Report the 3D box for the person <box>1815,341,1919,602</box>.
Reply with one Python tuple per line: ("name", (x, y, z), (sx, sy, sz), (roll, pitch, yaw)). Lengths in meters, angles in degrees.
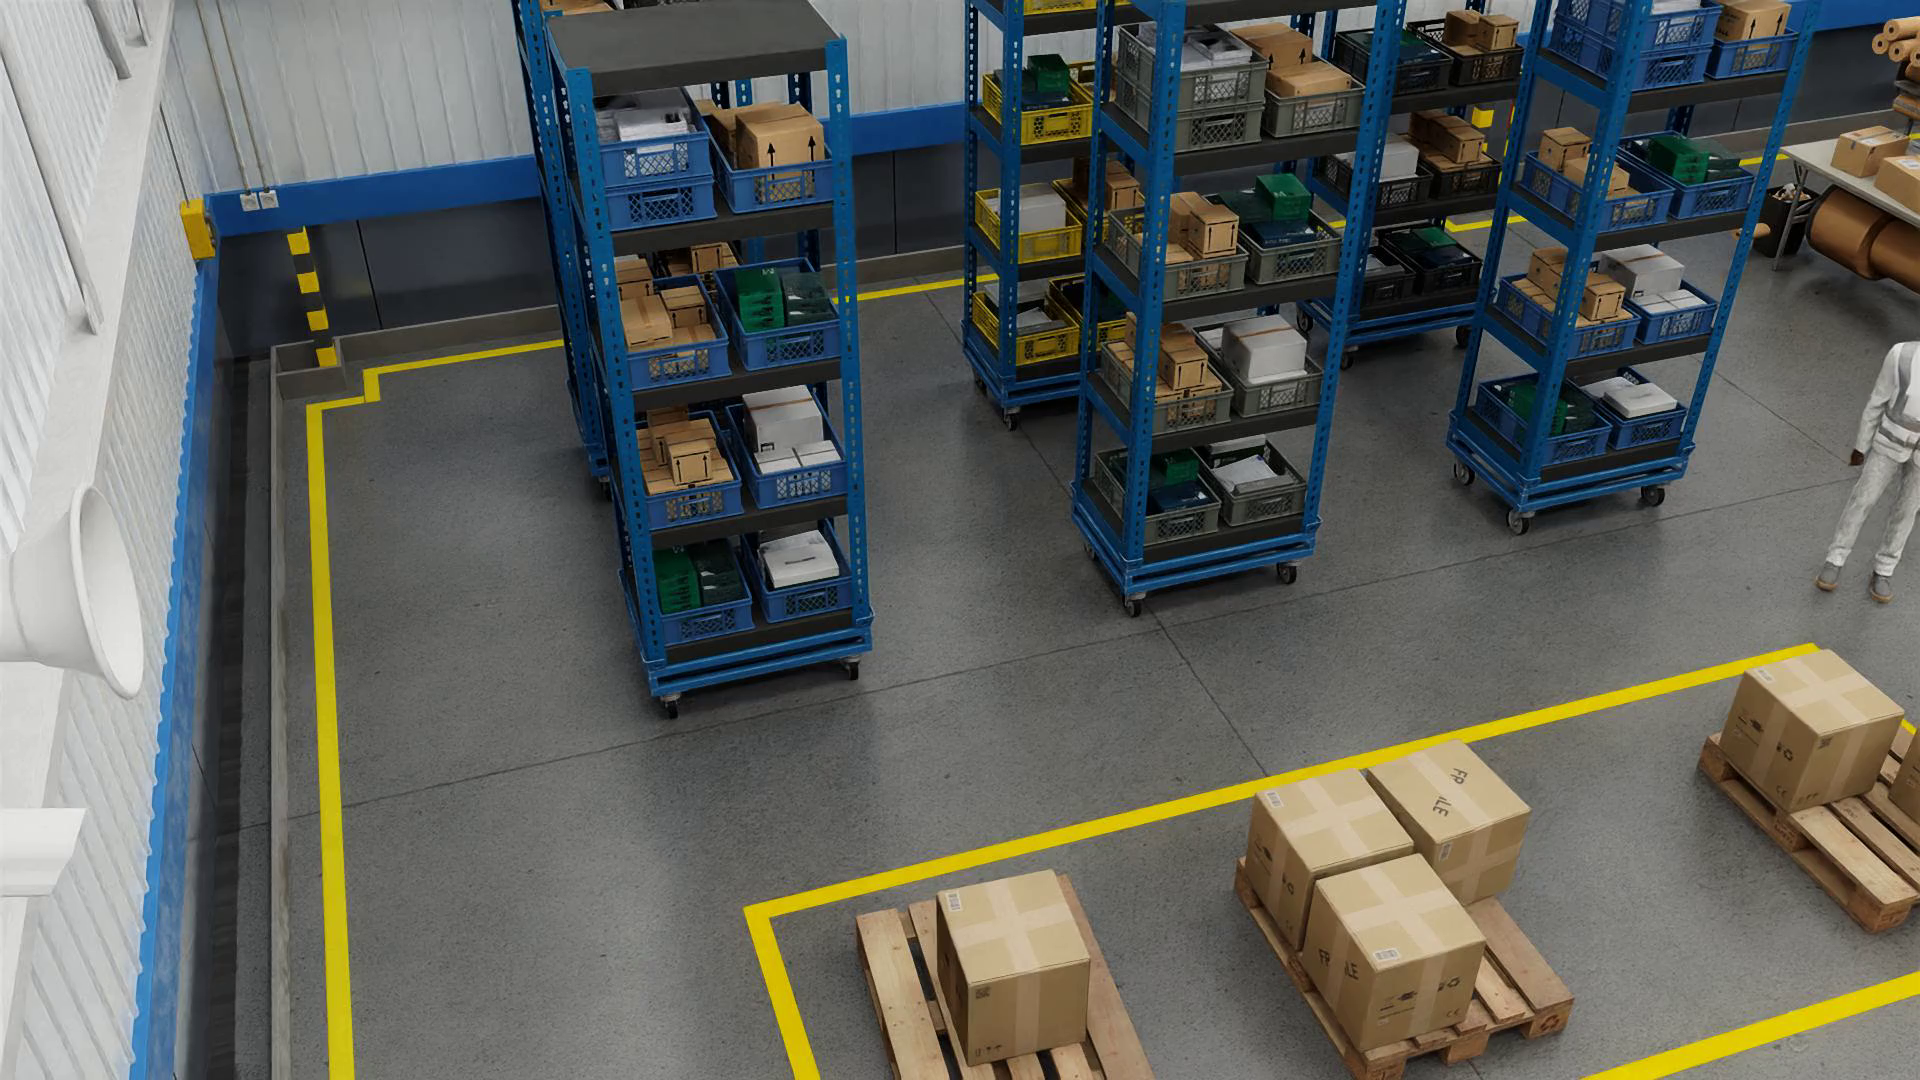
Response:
("person", (5.344, -0.494, 9.357), (0.573, 1.881, 0.356), (15, 38, 21))
